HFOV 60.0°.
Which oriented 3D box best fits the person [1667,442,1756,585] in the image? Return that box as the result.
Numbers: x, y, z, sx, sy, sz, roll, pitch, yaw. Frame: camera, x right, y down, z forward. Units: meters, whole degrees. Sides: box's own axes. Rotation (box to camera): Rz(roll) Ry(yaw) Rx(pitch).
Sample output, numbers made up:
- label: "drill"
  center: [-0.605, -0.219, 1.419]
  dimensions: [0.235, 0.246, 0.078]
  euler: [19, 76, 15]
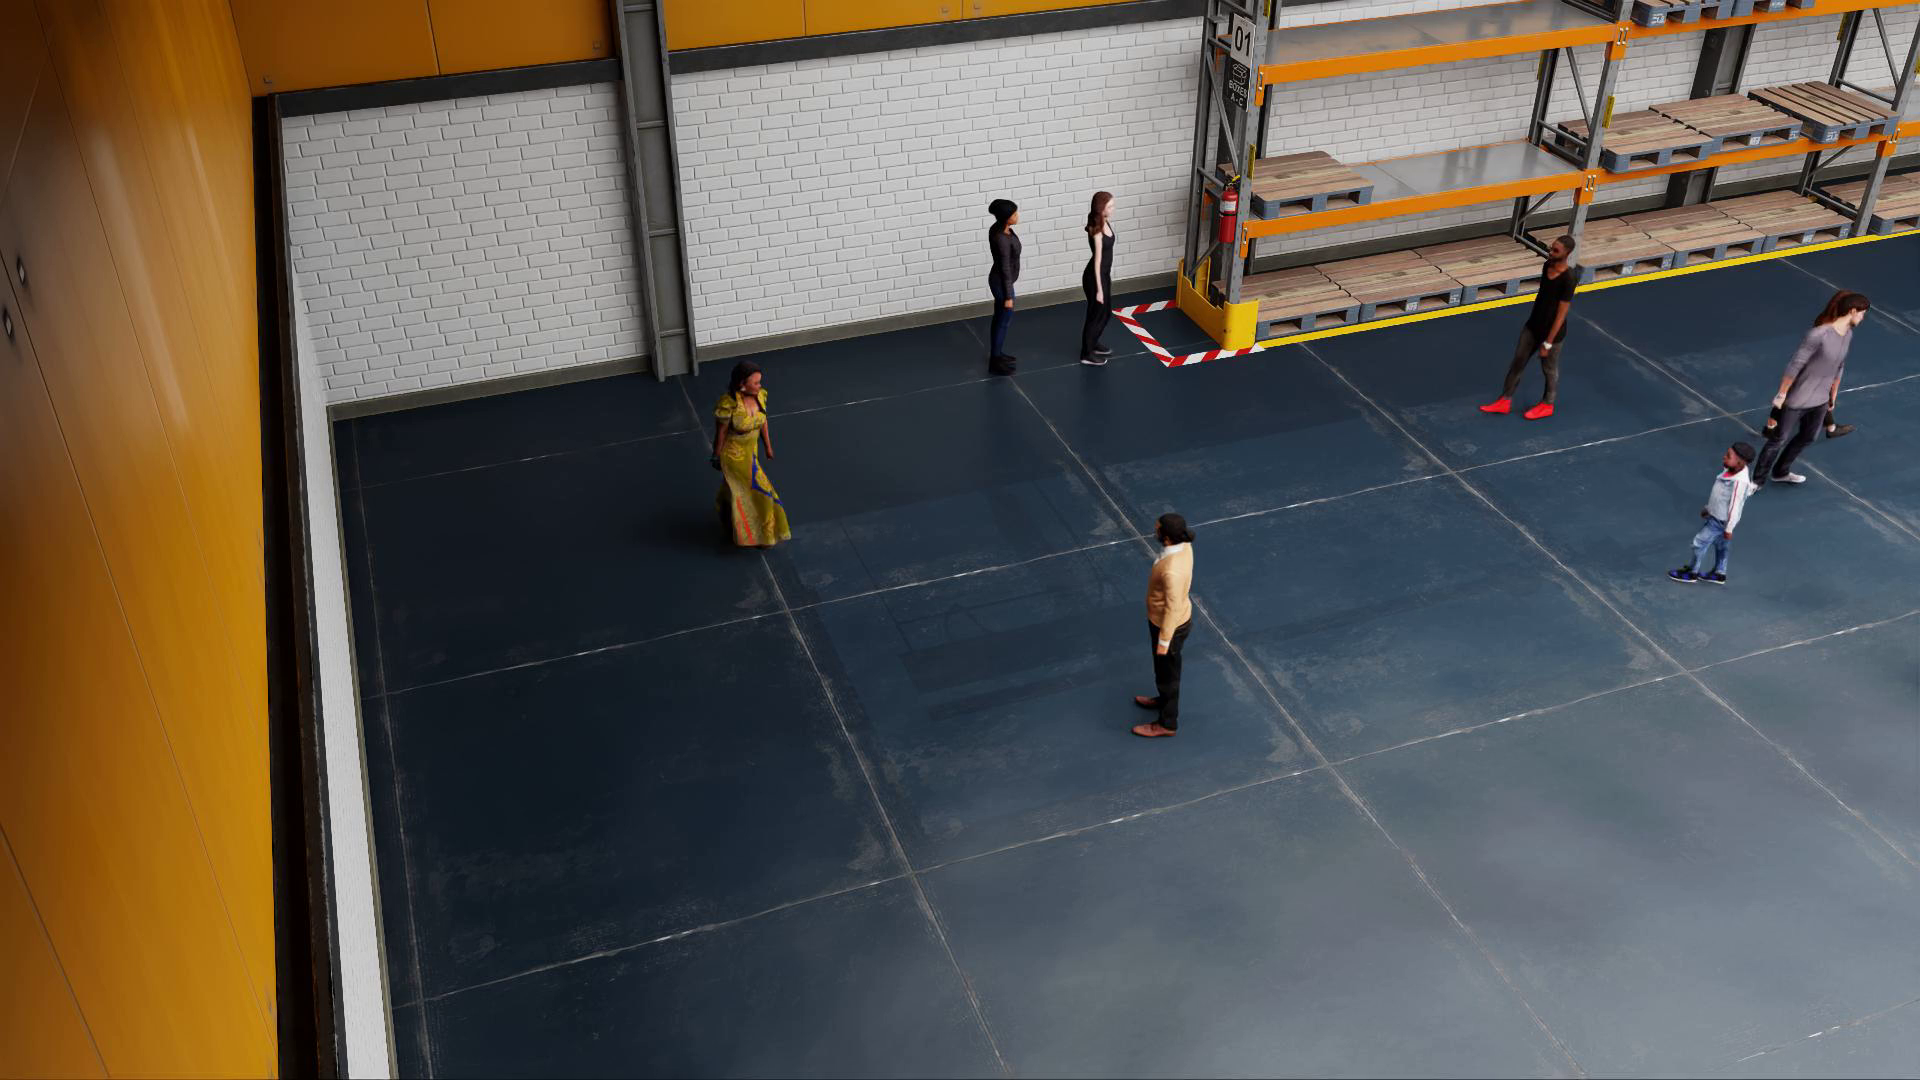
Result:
- label: "person"
  center: [5.946, -0.183, 12.806]
  dimensions: [0.752, 1.242, 0.675]
  euler: [11, 35, 15]

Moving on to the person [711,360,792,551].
- label: "person"
  center: [-1.816, -0.696, 13.240]
  dimensions: [1.170, 1.616, 1.158]
  euler: [24, 40, 31]

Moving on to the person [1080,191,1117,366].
- label: "person"
  center: [1.299, -2.500, 15.843]
  dimensions: [0.695, 1.738, 0.668]
  euler: [8, 34, 12]

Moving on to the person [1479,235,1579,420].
- label: "person"
  center: [5.327, -1.882, 14.874]
  dimensions: [0.906, 1.783, 0.672]
  euler: [-10, 35, -14]

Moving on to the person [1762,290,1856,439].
- label: "person"
  center: [7.446, -1.517, 14.633]
  dimensions: [1.046, 1.441, 0.795]
  euler: [2, 34, 3]

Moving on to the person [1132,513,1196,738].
- label: "person"
  center: [1.414, 0.557, 11.231]
  dimensions: [0.769, 1.752, 0.755]
  euler: [6, 34, 9]

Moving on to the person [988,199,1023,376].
- label: "person"
  center: [0.387, -2.385, 15.662]
  dimensions: [0.629, 1.747, 0.677]
  euler: [-2, 34, -3]

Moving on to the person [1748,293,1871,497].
- label: "person"
  center: [6.955, -1.197, 13.816]
  dimensions: [0.471, 1.812, 0.897]
  euler: [-6, 34, -9]
